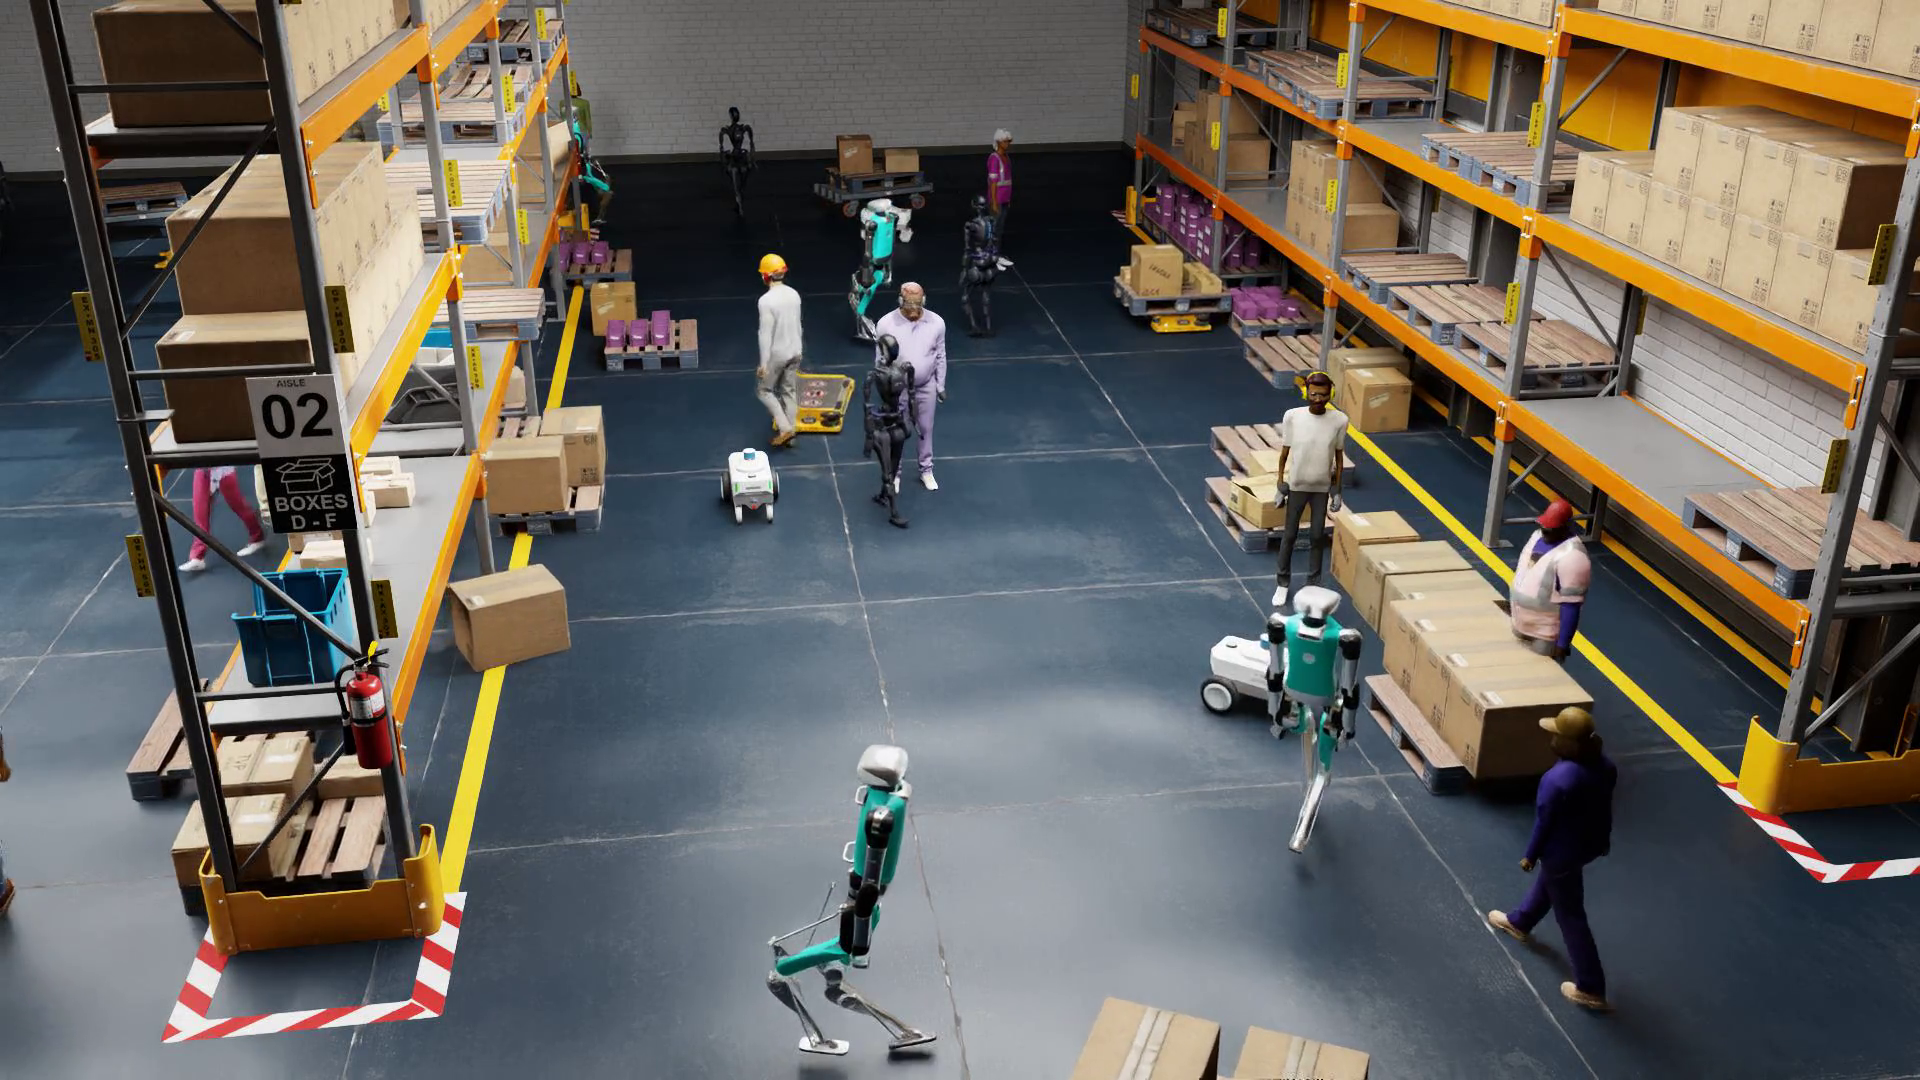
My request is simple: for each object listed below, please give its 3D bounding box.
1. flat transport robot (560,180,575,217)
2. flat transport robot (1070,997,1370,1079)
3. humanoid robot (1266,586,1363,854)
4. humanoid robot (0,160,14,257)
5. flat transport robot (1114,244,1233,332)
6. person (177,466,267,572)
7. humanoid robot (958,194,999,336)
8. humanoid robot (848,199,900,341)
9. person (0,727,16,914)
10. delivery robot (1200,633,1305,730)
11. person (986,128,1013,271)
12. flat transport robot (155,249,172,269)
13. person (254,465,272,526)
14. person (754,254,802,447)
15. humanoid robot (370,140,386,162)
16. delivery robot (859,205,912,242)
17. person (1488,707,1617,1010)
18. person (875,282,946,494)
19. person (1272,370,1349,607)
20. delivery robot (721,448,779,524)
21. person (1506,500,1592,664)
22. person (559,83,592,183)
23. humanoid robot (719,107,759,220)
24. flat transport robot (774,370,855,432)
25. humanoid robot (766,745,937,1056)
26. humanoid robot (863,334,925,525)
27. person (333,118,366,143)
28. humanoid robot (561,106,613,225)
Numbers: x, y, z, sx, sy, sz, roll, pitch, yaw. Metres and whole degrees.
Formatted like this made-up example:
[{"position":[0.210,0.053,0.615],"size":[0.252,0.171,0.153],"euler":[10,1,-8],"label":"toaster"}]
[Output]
[{"position":[-6.454,-4.972,25.006],"size":[1.431,0.231,0.659],"euler":[-1,24,-2],"label":"flat transport robot"},{"position":[1.055,2.889,7.097],"size":[0.659,0.231,1.431],"euler":[9,25,19],"label":"flat transport robot"},{"position":[2.078,0.968,9.637],"size":[0.539,1.718,0.960],"euler":[11,26,24],"label":"humanoid robot"},{"position":[-13.141,-4.621,22.458],"size":[0.608,1.637,0.481],"euler":[-17,29,-34],"label":"humanoid robot"},{"position":[2.514,-2.778,20.008],"size":[0.659,0.231,1.431],"euler":[-3,24,-7],"label":"flat transport robot"},{"position":[-5.977,-0.527,13.226],"size":[0.509,1.584,0.812],"euler":[14,27,29],"label":"person"},{"position":[0.244,-3.152,19.109],"size":[0.413,1.645,0.583],"euler":[20,30,37],"label":"humanoid robot"},{"position":[-1.034,-2.964,18.581],"size":[0.975,1.731,0.549],"euler":[15,28,31],"label":"humanoid robot"},{"position":[-5.405,1.203,8.814],"size":[0.616,1.979,0.578],"euler":[-7,25,-15],"label":"person"},{"position":[2.034,0.915,11.243],"size":[0.771,0.600,0.504],"euler":[15,28,30],"label":"delivery robot"},{"position":[0.532,-4.510,21.989],"size":[0.339,1.847,0.509],"euler":[9,25,19],"label":"person"},{"position":[-10.212,-3.920,22.610],"size":[0.659,0.231,1.431],"euler":[5,24,11],"label":"flat transport robot"},{"position":[-5.827,-0.984,14.071],"size":[0.342,1.749,0.570],"euler":[7,25,16],"label":"person"},{"position":[-1.703,-1.762,15.688],"size":[0.423,1.879,0.617],"euler":[18,30,36],"label":"person"},{"position":[-7.704,-4.546,22.286],"size":[0.605,1.638,0.464],"euler":[-8,25,-17],"label":"humanoid robot"},{"position":[-1.080,-4.520,23.638],"size":[0.784,0.609,0.499],"euler":[2,24,4],"label":"delivery robot"},{"position":[3.108,1.567,8.485],"size":[0.482,1.570,0.854],"euler":[-16,28,-31],"label":"person"},{"position":[-0.424,-1.345,14.707],"size":[0.637,1.909,0.412],"euler":[-5,24,-11],"label":"person"},{"position":[2.634,-0.380,12.548],"size":[0.509,1.875,0.329],"euler":[2,24,5],"label":"person"},{"position":[-1.821,-0.506,14.476],"size":[0.499,0.595,0.792],"euler":[-4,24,-10],"label":"delivery robot"},{"position":[3.709,0.526,10.666],"size":[0.432,1.738,0.677],"euler":[-5,24,-12],"label":"person"},{"position":[-6.250,-6.652,27.146],"size":[0.495,1.626,0.284],"euler":[-1,24,-2],"label":"person"},{"position":[-3.313,-5.644,24.860],"size":[0.586,1.636,0.787],"euler":[-12,26,-25],"label":"humanoid robot"},{"position":[-1.467,-1.411,16.892],"size":[0.659,0.231,1.431],"euler":[1,24,2],"label":"flat transport robot"},{"position":[-0.573,1.765,7.840],"size":[0.907,1.760,0.545],"euler":[2,24,4],"label":"humanoid robot"},{"position":[-0.568,-0.966,14.174],"size":[0.590,1.639,0.703],"euler":[-18,29,-35],"label":"humanoid robot"},{"position":[-9.414,-6.050,25.559],"size":[0.935,1.803,0.623],"euler":[3,24,6],"label":"person"},{"position":[-5.334,-5.354,24.153],"size":[0.789,1.850,0.541],"euler":[1,24,3],"label":"humanoid robot"}]
